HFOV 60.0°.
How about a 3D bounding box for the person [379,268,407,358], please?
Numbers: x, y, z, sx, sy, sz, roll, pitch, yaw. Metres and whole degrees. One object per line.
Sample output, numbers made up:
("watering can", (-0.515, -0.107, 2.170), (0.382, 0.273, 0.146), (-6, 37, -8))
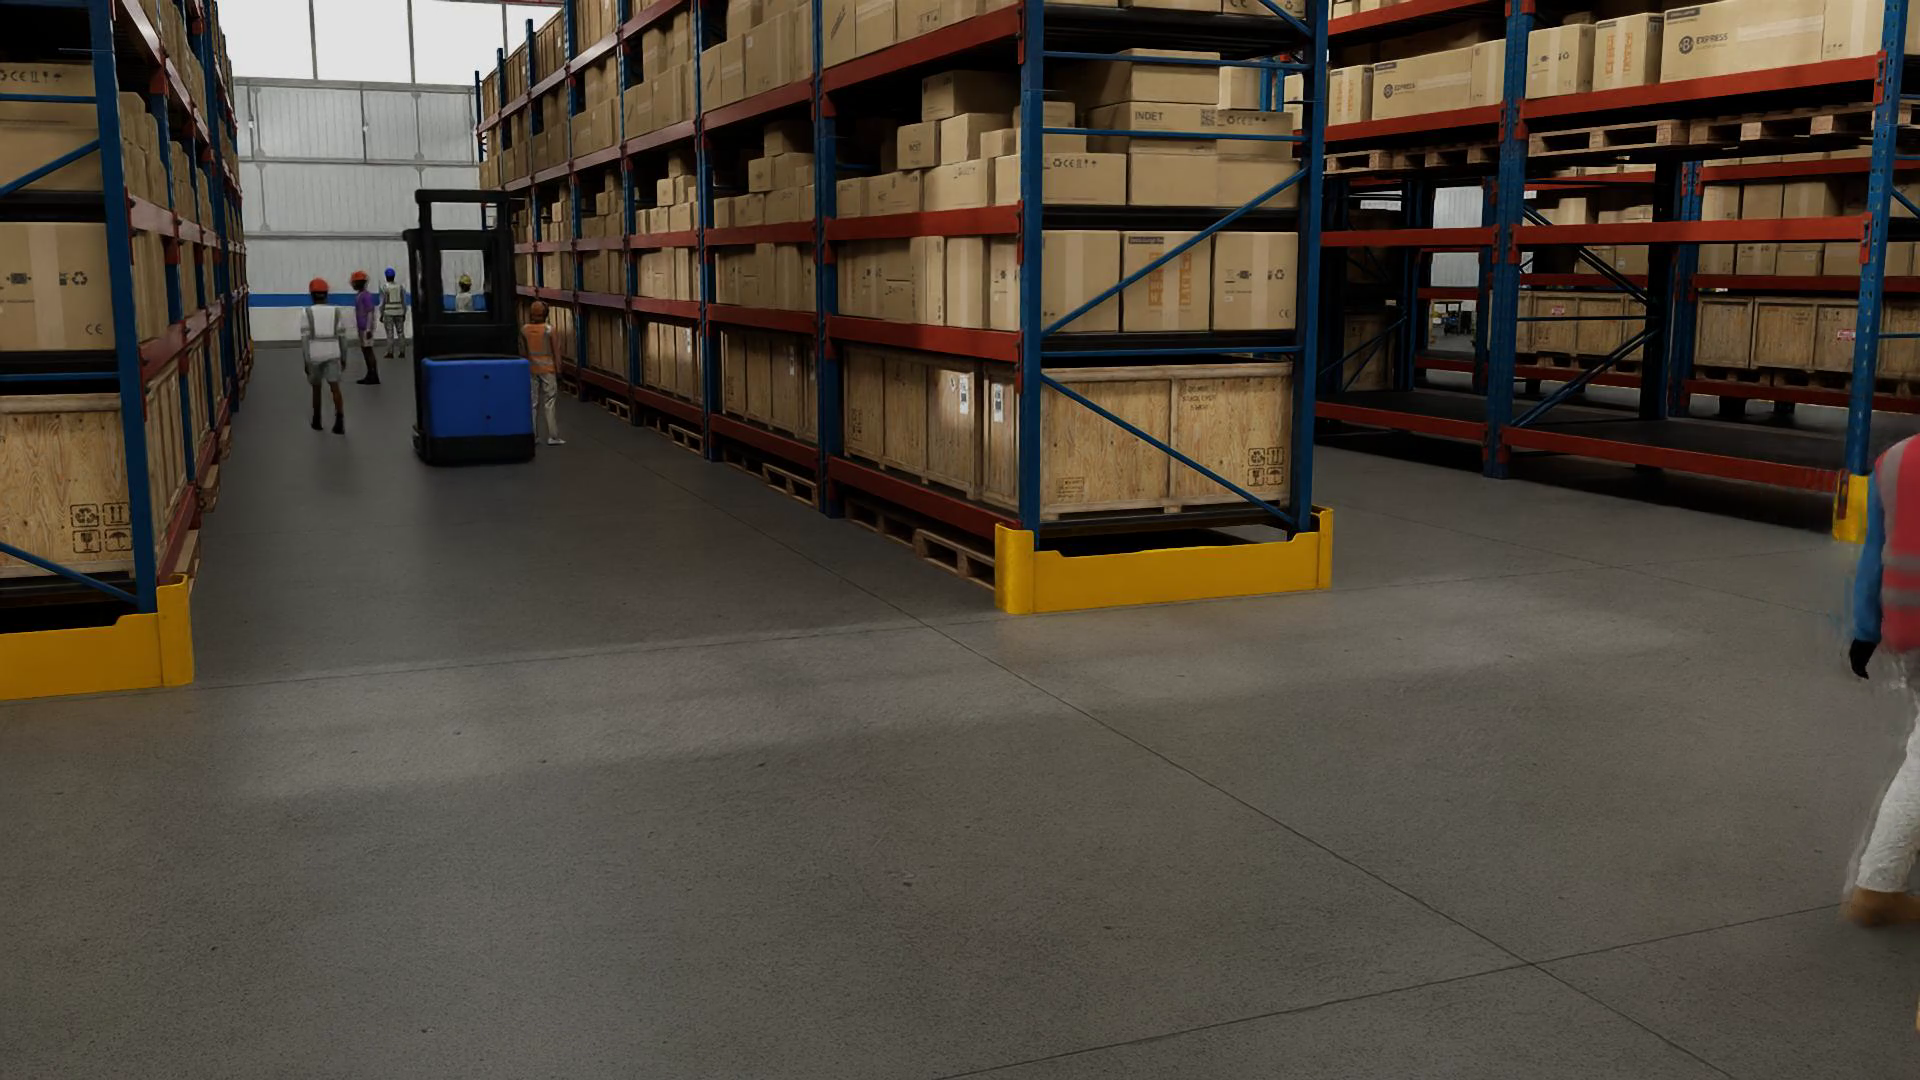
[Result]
("person", (-12.271, -4.900, 35.992), (0.607, 1.951, 0.380), (-9, 13, -43))

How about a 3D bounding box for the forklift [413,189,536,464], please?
("forklift", (-5.187, -2.287, 17.559), (1.129, 2.768, 1.873), (-4, 10, -22))

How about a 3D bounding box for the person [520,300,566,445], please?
("person", (-4.743, -1.890, 18.874), (0.522, 1.645, 0.306), (3, 10, 18))

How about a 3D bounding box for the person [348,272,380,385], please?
("person", (-10.143, -3.592, 28.320), (0.402, 1.908, 0.598), (-6, 11, -32))

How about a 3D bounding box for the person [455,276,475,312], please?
("person", (-10.838, -4.894, 36.508), (0.533, 1.767, 0.326), (6, 11, 32))

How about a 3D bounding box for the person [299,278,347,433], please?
("person", (-7.755, -2.251, 20.324), (0.562, 1.893, 0.998), (-7, 12, -35))

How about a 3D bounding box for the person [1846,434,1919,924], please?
("person", (3.201, 0.311, 5.279), (0.977, 1.789, 0.646), (-4, 10, -20))
